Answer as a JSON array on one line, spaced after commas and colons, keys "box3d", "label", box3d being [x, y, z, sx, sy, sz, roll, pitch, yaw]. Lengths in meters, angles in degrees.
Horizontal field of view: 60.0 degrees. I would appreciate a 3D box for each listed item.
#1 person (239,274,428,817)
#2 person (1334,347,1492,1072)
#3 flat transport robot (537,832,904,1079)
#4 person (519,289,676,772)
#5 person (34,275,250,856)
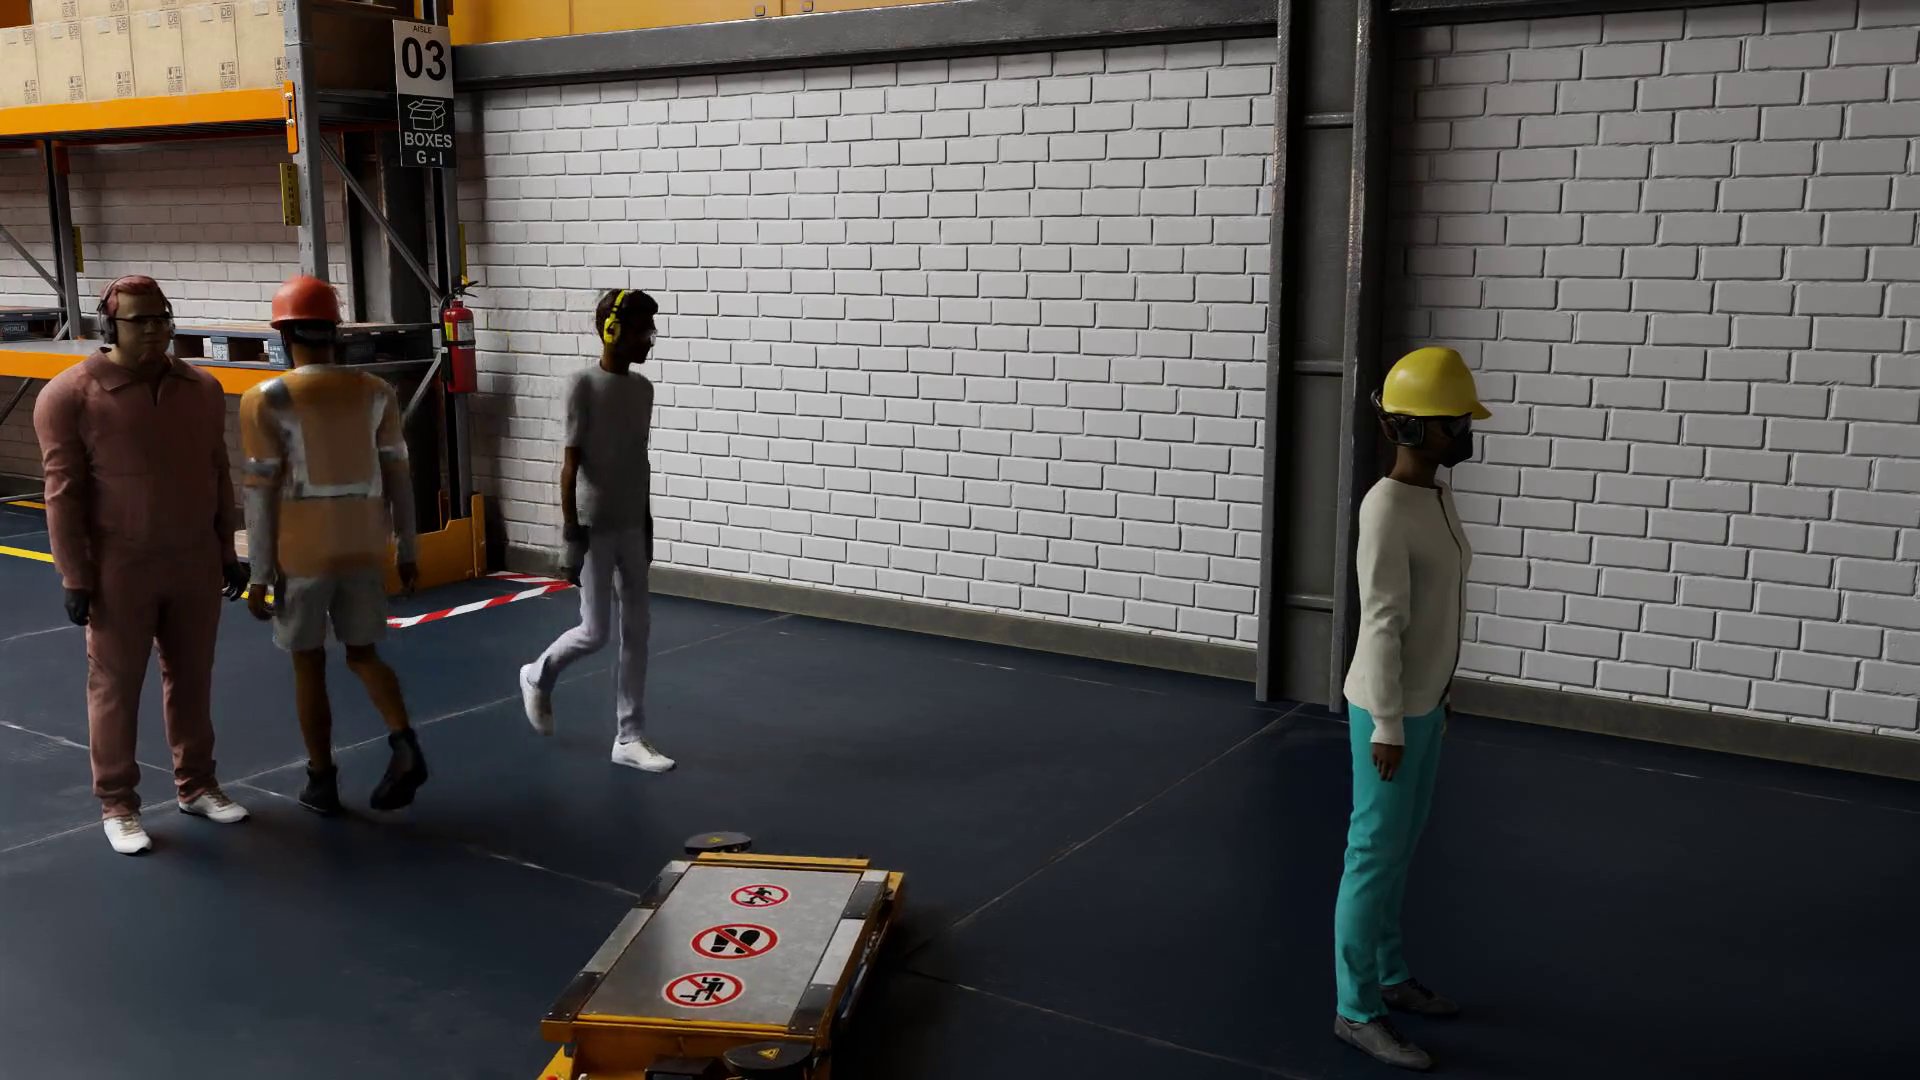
[{"box3d": [-2.146, 0.046, 5.744, 0.591, 1.911, 0.651, -9, 14, -42], "label": "person"}, {"box3d": [1.125, 0.407, 4.139, 0.311, 1.768, 0.532, 6, 12, 28], "label": "person"}, {"box3d": [-0.579, 1.111, 4.381, 0.652, 0.197, 1.431, 1, 10, 7], "label": "flat transport robot"}, {"box3d": [-1.411, -0.042, 6.419, 0.704, 1.841, 0.555, 7, 12, 32], "label": "person"}, {"box3d": [-2.697, 0.075, 5.587, 0.399, 1.907, 0.644, 7, 12, 34], "label": "person"}]
